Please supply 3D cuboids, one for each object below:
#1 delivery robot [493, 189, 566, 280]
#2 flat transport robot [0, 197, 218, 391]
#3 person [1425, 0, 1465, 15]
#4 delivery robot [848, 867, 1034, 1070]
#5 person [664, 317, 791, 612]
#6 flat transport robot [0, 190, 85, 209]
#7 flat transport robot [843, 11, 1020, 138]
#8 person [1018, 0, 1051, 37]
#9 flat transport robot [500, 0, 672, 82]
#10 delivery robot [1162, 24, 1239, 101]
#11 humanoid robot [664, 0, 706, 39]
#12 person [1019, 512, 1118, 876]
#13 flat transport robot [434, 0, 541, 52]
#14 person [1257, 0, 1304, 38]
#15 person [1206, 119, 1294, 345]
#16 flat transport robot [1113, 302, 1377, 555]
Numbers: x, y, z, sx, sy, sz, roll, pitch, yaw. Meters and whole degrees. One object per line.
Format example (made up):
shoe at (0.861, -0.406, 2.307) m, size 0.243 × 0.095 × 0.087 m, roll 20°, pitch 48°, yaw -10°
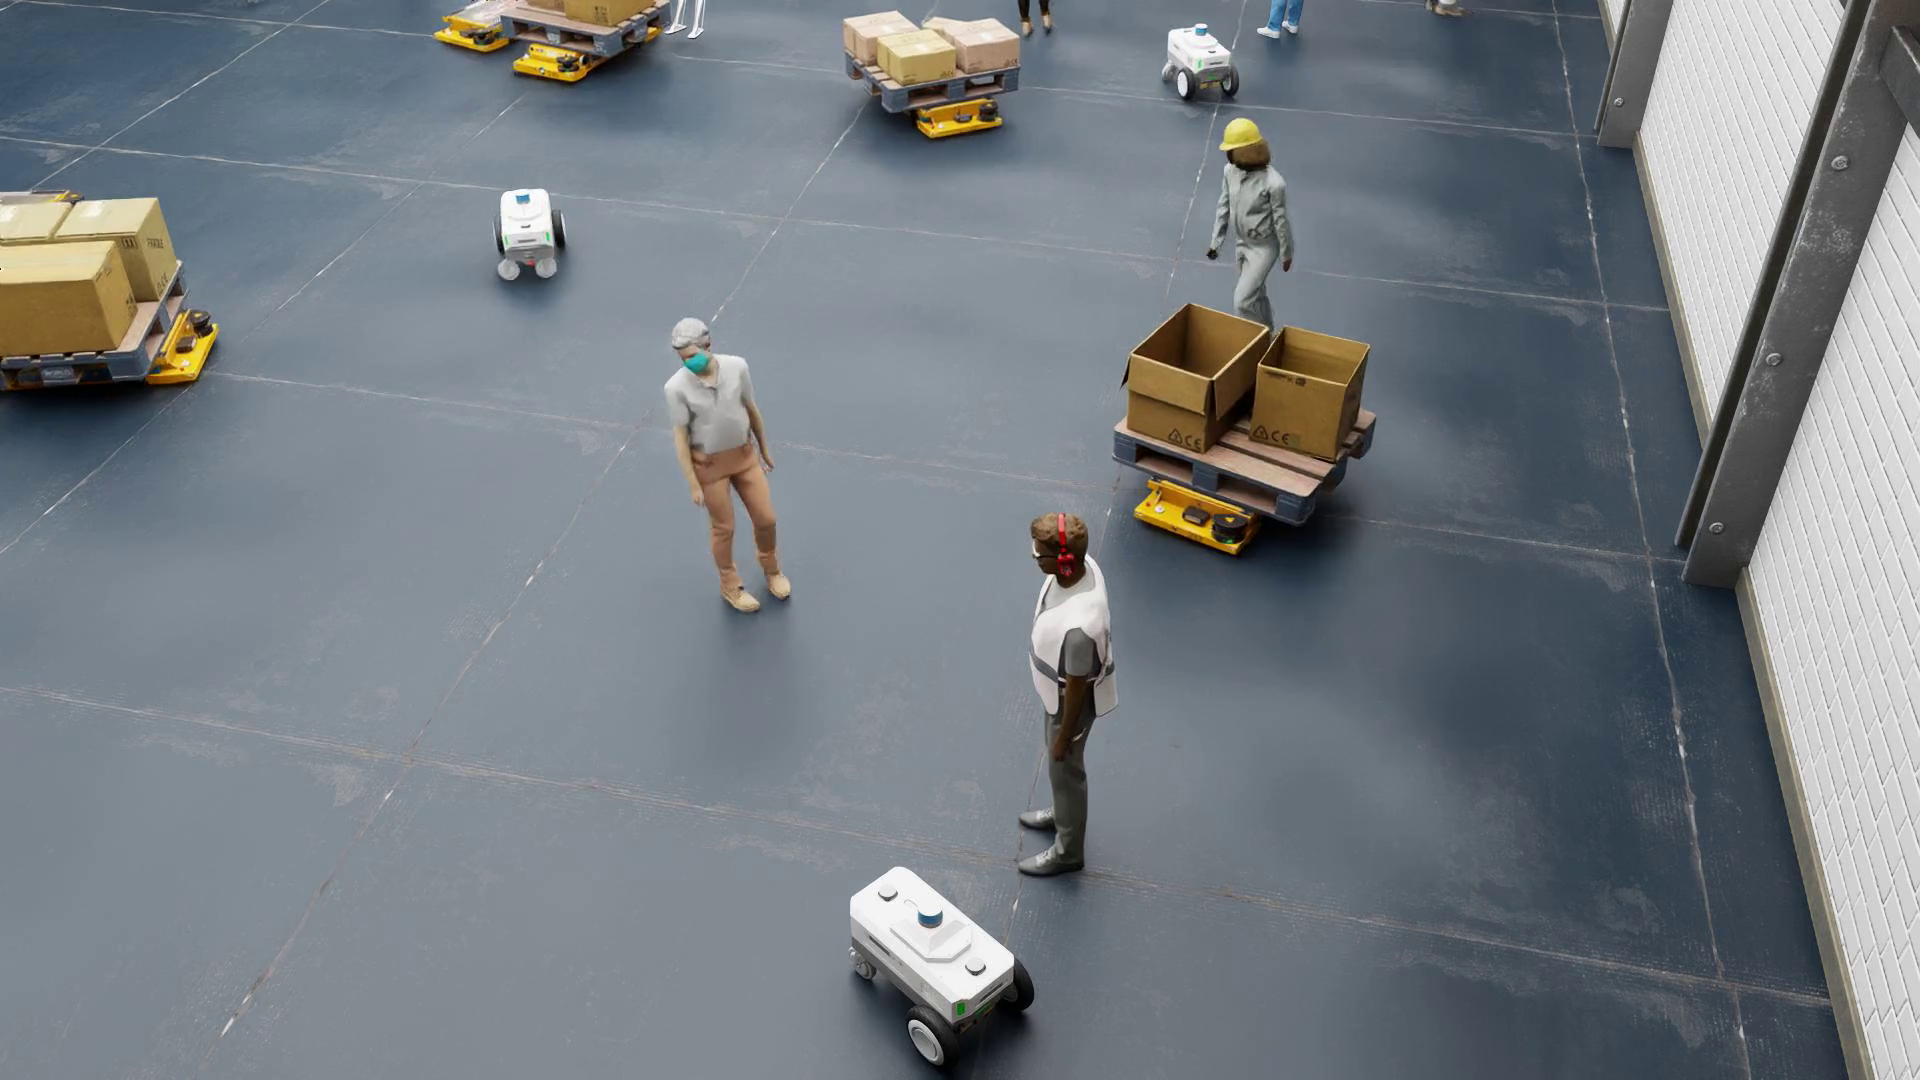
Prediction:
delivery robot at (-3.123, -2.242, 11.983) m, size 0.519 × 0.598 × 0.769 m, roll -8°, pitch 38°, yaw -11°
flat transport robot at (-5.671, -1.224, 10.857) m, size 1.431 × 0.231 × 0.659 m, roll -5°, pitch 37°, yaw -6°
person at (4.763, -5.956, 15.859) m, size 0.338 × 1.871 × 0.617 m, roll -27°, pitch 45°, yaw -31°
delivery robot at (-0.102, 1.697, 6.725) m, size 0.499 × 0.614 × 0.815 m, roll -30°, pitch 46°, yaw -33°
person at (-1.158, -0.377, 8.513) m, size 0.553 × 1.713 × 0.430 m, roll -18°, pitch 40°, yaw -23°
flat transport robot at (-7.292, -2.342, 12.353) m, size 1.431 × 0.231 × 0.659 m, roll -3°, pitch 37°, yaw -3°
flat transport robot at (-0.242, -3.852, 14.373) m, size 0.659 × 0.231 × 1.431 m, roll -16°, pitch 40°, yaw -20°
person at (0.613, -5.560, 15.491) m, size 0.588 × 1.654 × 0.487 m, roll 4°, pitch 37°, yaw 5°
flat transport robot at (-3.427, -4.602, 15.377) m, size 0.659 × 0.231 × 1.431 m, roll 16°, pitch 40°, yaw 21°
delivery robot at (2.100, -4.210, 14.626) m, size 0.525 × 0.610 × 0.781 m, roll -10°, pitch 38°, yaw -14°
humanoid robot at (-2.523, -5.469, 15.203) m, size 0.533 × 1.673 × 0.735 m, roll 17°, pitch 40°, yaw 21°
person at (0.461, 0.652, 7.042) m, size 0.399 × 1.833 × 0.569 m, roll -1°, pitch 37°, yaw -1°
flat transport robot at (-4.288, -5.027, 15.945) m, size 0.659 × 0.231 × 1.431 m, roll 20°, pitch 41°, yaw 25°
person at (3.062, -5.528, 15.395) m, size 0.486 × 1.730 × 0.363 m, roll -21°, pitch 42°, yaw -26°
person at (1.828, -1.843, 10.486) m, size 0.623 × 1.690 × 0.501 m, roll -20°, pitch 41°, yaw -24°
flat transport robot at (1.657, -0.431, 9.796) m, size 0.659 × 0.231 × 1.431 m, roll 22°, pitch 42°, yaw 27°
